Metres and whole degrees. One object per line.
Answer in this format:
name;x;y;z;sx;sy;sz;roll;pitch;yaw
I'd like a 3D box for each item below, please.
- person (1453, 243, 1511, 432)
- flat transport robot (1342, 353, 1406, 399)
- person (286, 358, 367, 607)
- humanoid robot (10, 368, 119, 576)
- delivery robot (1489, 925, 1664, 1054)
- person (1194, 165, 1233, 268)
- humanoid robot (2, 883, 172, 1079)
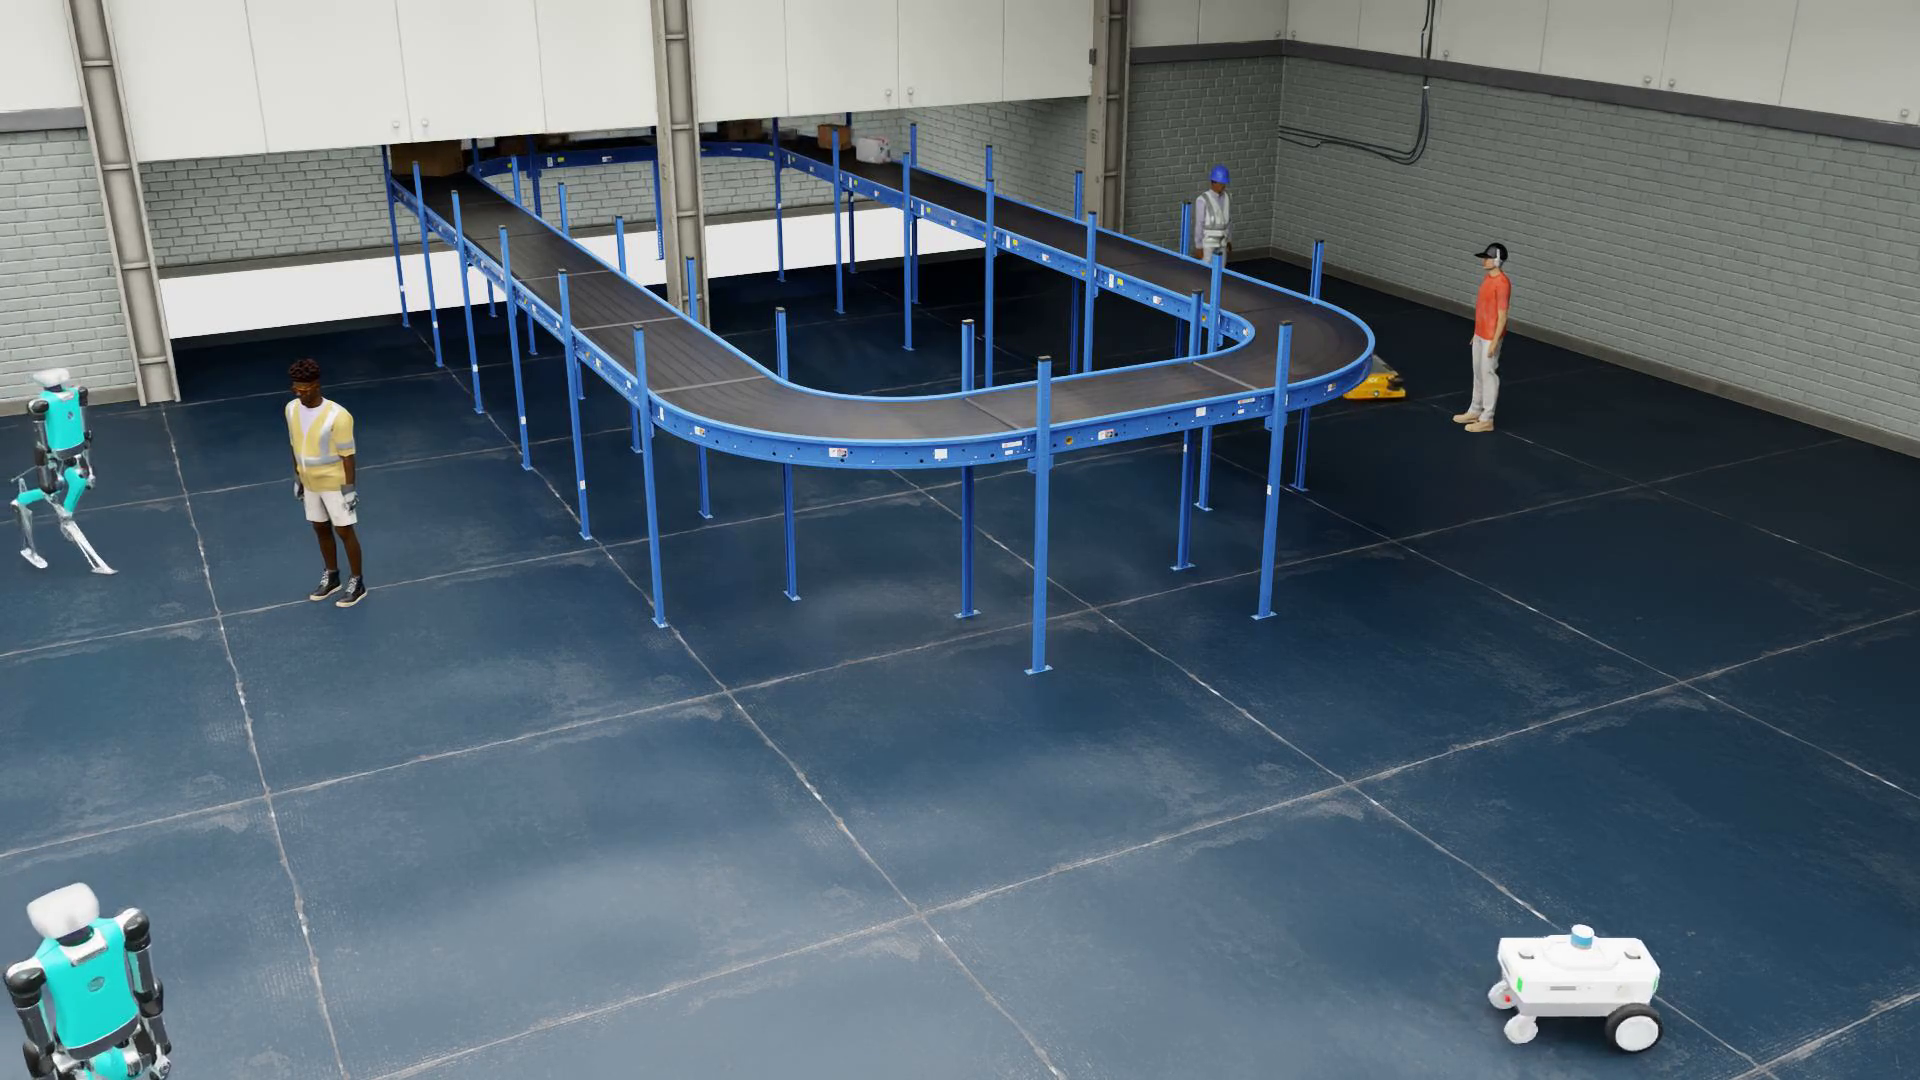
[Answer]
person;5.274;-2.040;16.730;0.393;1.911;0.480;-2;22;-5
flat transport robot;4.394;-1.860;18.473;0.659;0.231;1.431;-2;22;-5
person;-4.862;-0.448;12.735;0.602;1.958;0.377;10;24;23
humanoid robot;-7.329;-0.532;13.297;1.015;1.773;0.534;7;23;16
delivery robot;3.006;2.160;8.145;0.767;0.587;0.499;0;22;0
person;3.186;-3.731;20.880;0.617;1.937;0.414;-17;28;-36
humanoid robot;-3.535;2.098;6.738;0.974;1.742;0.549;17;28;36
